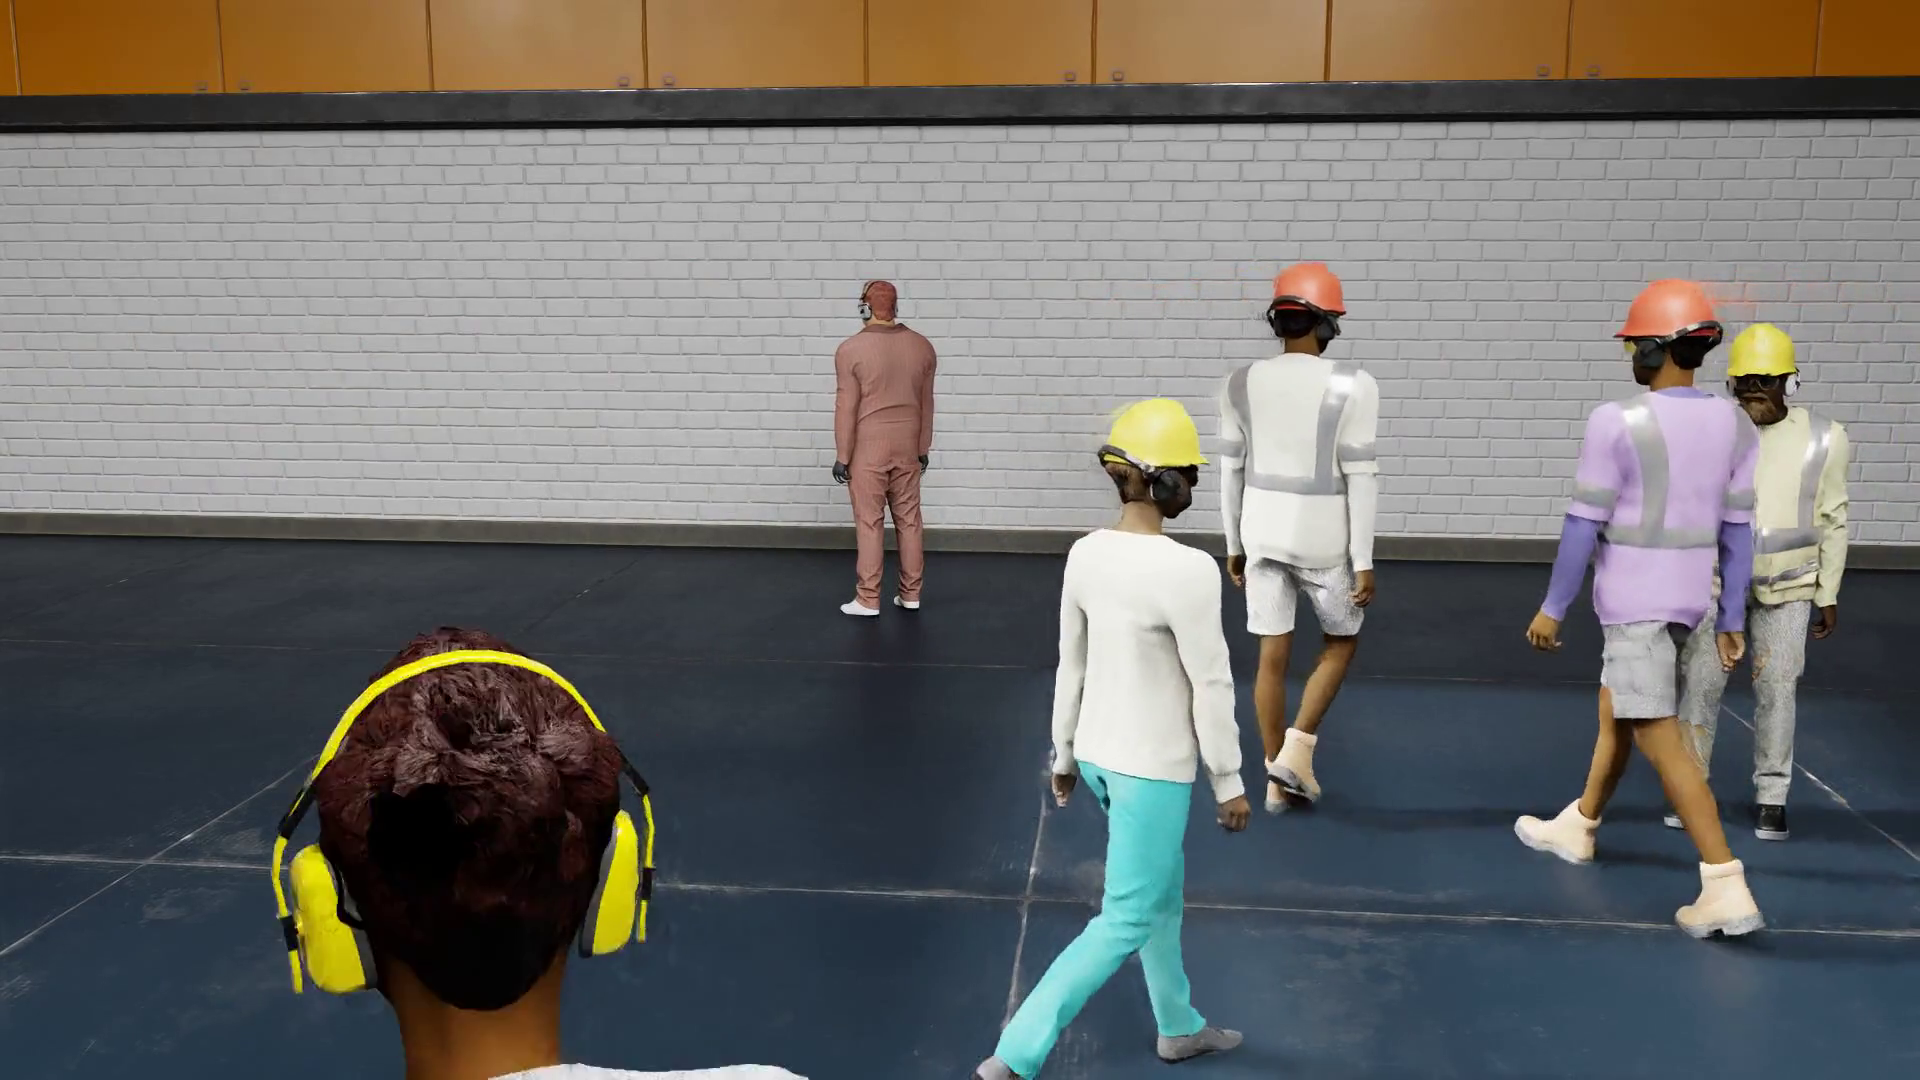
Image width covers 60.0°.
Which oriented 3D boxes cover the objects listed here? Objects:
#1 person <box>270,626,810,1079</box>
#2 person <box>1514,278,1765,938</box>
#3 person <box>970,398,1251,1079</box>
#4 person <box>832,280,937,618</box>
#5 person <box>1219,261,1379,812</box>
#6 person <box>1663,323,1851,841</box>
[{"bbox_3d":[-0.272,0.973,1.168,0.541,1.832,0.956,-5,11,-28],"label":"person"},{"bbox_3d":[2.191,0.188,5.205,0.612,2.000,1.074,-5,11,-26],"label":"person"},{"bbox_3d":[0.377,0.529,3.977,0.845,1.738,0.522,-5,11,-28],"label":"person"},{"bbox_3d":[-0.448,-0.511,9.427,0.643,1.908,0.411,-7,12,-34],"label":"person"},{"bbox_3d":[1.248,0.006,6.105,0.634,2.028,0.420,7,12,34],"label":"person"},{"bbox_3d":[2.787,0.150,5.885,0.605,1.824,0.404,5,11,26],"label":"person"}]
